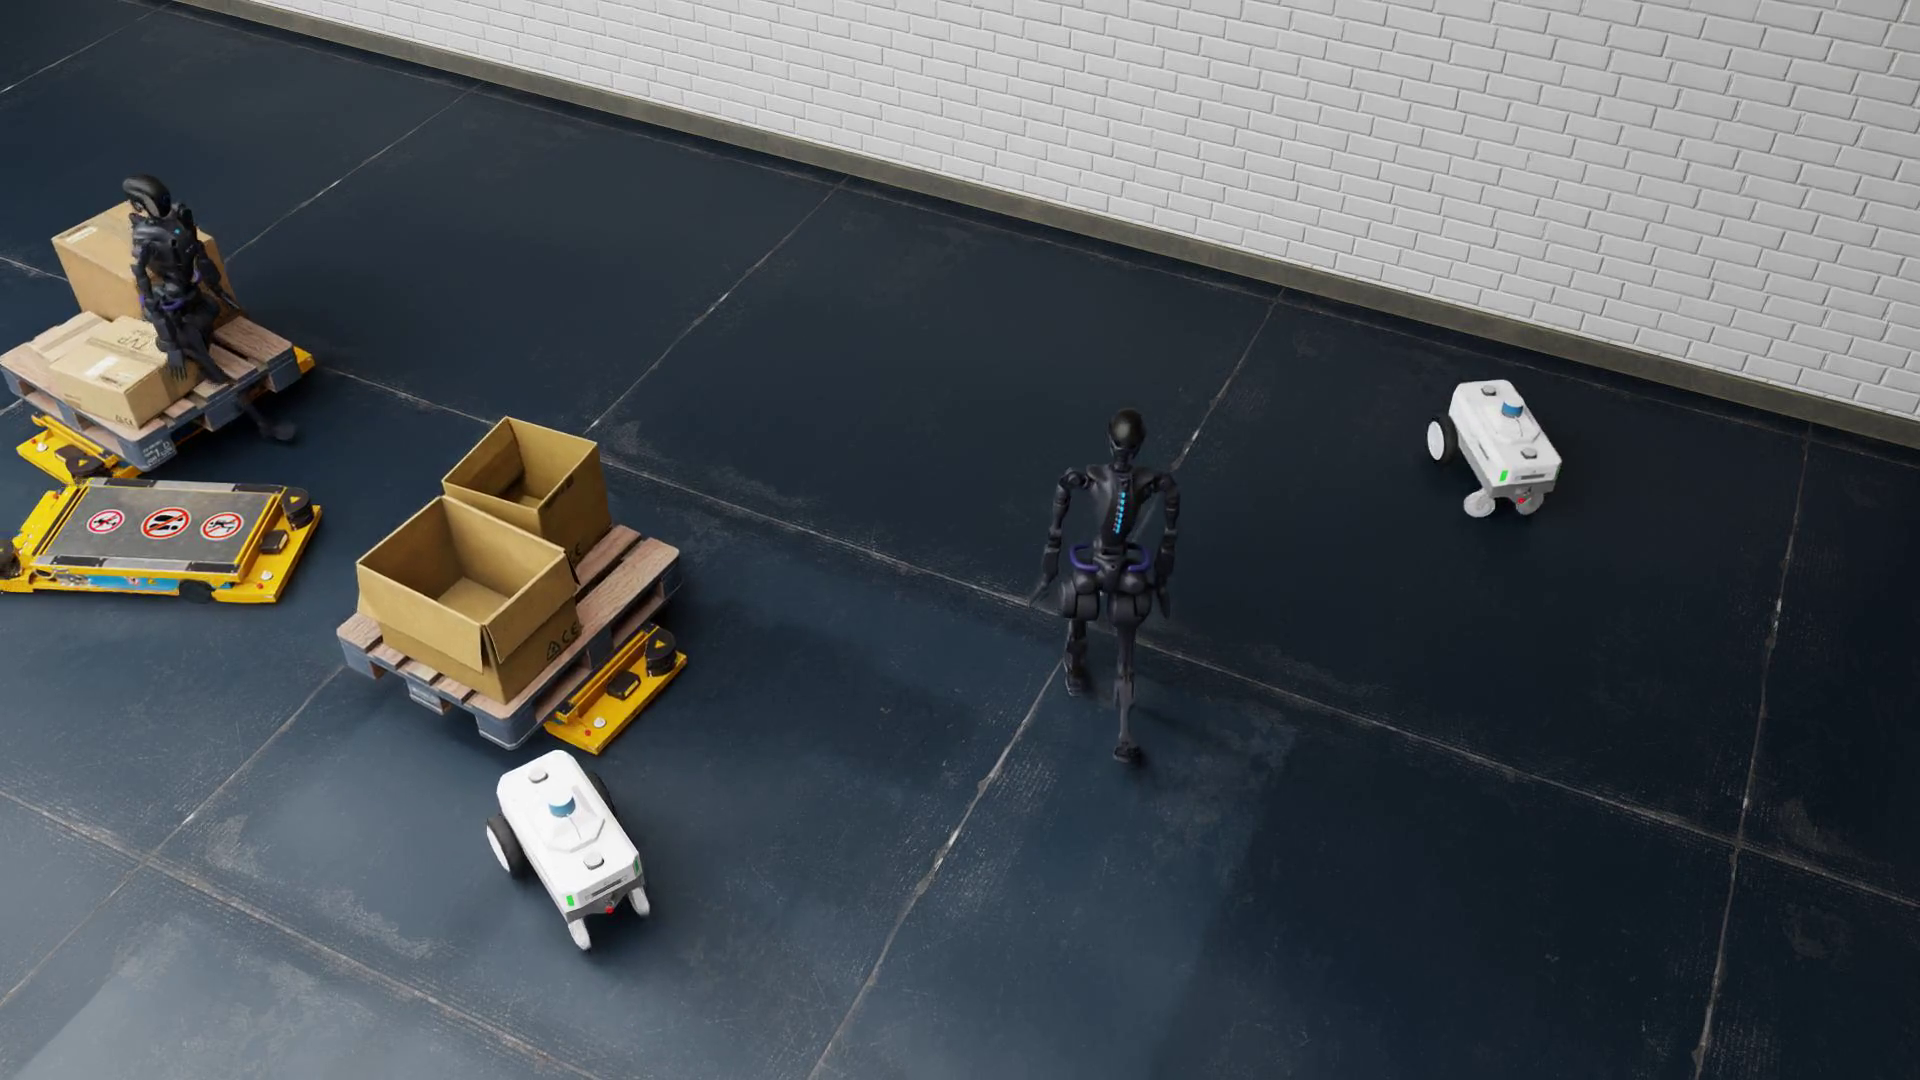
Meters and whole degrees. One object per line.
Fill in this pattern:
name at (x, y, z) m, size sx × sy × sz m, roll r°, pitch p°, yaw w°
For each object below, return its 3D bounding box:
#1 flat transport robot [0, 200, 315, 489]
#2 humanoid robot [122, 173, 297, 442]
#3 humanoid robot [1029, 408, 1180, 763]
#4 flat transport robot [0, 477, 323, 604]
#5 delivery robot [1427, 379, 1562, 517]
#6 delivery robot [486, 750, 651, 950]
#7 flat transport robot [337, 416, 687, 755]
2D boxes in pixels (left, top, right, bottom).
flat transport robot at (-4.330, -0.774, 9.091) m, size 0.659 × 0.231 × 1.431 m, roll 25°, pitch 48°, yaw 25°
humanoid robot at (-3.906, -1.164, 8.503) m, size 0.738 × 1.632 × 0.589 m, roll 5°, pitch 43°, yaw 6°
humanoid robot at (0.609, 0.214, 7.030) m, size 0.618 × 1.620 × 0.736 m, roll -2°, pitch 43°, yaw -2°
flat transport robot at (-3.991, -0.001, 8.257) m, size 1.431 × 0.231 × 0.659 m, roll 3°, pitch 43°, yaw 3°
delivery robot at (2.773, -0.499, 8.578) m, size 0.525 × 0.587 × 0.750 m, roll -6°, pitch 43°, yaw -7°
delivery robot at (-1.581, 1.215, 6.742) m, size 0.499 × 0.606 × 0.807 m, roll -25°, pitch 49°, yaw -25°
flat transport robot at (-2.048, 0.467, 7.752) m, size 1.431 × 0.231 × 0.659 m, roll 22°, pitch 47°, yaw 22°
